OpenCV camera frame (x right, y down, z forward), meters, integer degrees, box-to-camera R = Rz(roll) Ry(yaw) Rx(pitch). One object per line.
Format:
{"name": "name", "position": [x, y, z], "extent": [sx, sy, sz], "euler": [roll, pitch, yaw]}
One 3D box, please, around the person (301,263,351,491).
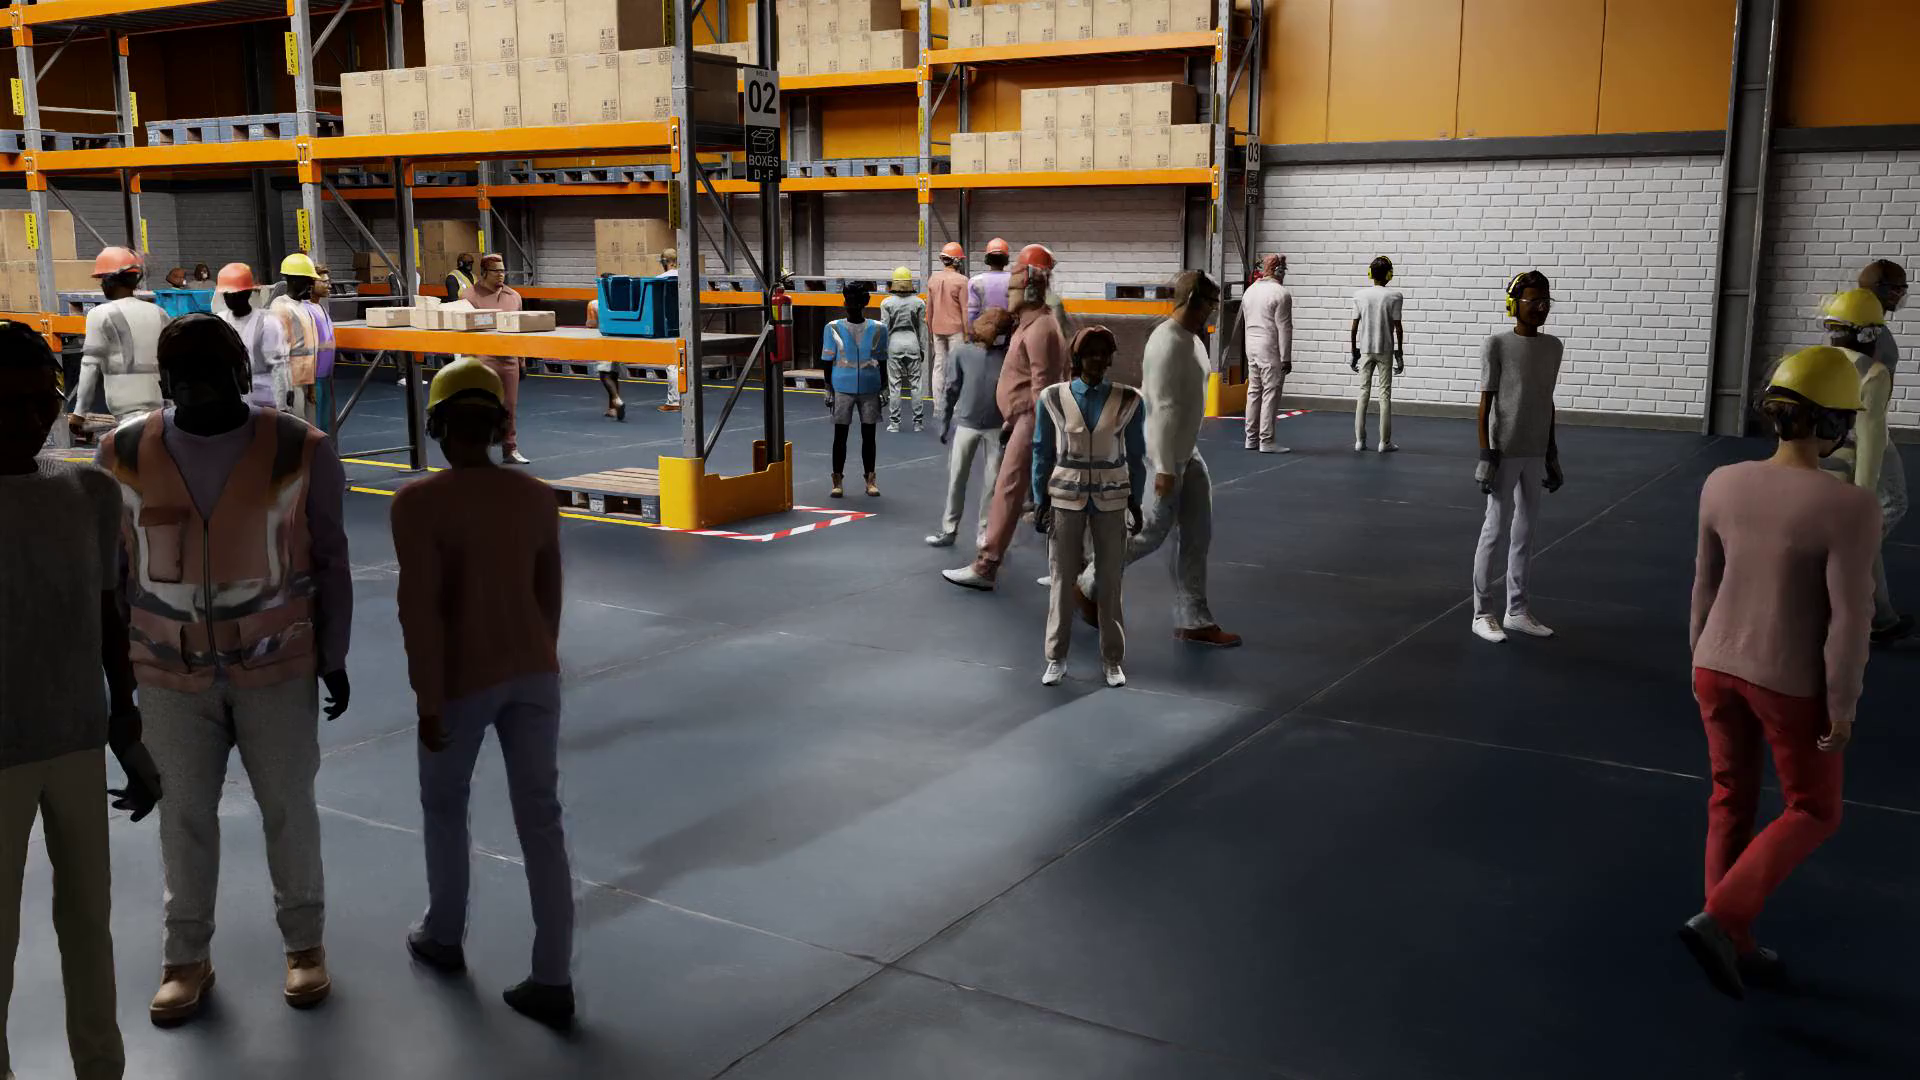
{"name": "person", "position": [-5.129, -1.262, 13.197], "extent": [0.396, 1.841, 0.565], "euler": [-1, 10, -3]}

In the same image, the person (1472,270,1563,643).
{"name": "person", "position": [2.842, -0.420, 8.433], "extent": [0.513, 1.872, 0.328], "euler": [-4, 11, -23]}

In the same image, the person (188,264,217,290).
{"name": "person", "position": [-12.598, -3.802, 27.865], "extent": [0.563, 1.614, 0.510], "euler": [6, 12, 29]}

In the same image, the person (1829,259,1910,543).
{"name": "person", "position": [4.909, -0.550, 9.030], "extent": [0.542, 1.921, 0.640], "euler": [3, 11, 14]}

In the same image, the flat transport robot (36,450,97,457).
{"name": "flat transport robot", "position": [-7.521, -0.638, 14.070], "extent": [1.431, 0.197, 0.652], "euler": [-1, 10, -4]}

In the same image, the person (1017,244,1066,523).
{"name": "person", "position": [0.559, -1.122, 11.981], "extent": [0.402, 1.990, 0.622], "euler": [-3, 11, -14]}

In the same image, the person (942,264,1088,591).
{"name": "person", "position": [0.333, -0.640, 9.622], "extent": [0.941, 1.872, 0.639], "euler": [1, 10, 6]}

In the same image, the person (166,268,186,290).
{"name": "person", "position": [-10.957, -2.998, 23.374], "extent": [0.289, 1.632, 0.497], "euler": [-3, 11, -15]}

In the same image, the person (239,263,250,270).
{"name": "person", "position": [-8.117, -2.264, 18.941], "extent": [0.323, 1.765, 0.532], "euler": [10, 14, 43]}

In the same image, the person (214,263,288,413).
{"name": "person", "position": [-5.010, -1.050, 11.941], "extent": [0.558, 1.879, 0.993], "euler": [2, 10, 12]}

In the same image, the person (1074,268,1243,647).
{"name": "person", "position": [0.977, -0.412, 8.368], "extent": [0.894, 1.893, 0.648], "euler": [4, 11, 22]}

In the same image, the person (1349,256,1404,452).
{"name": "person", "position": [4.005, -1.779, 15.961], "extent": [0.531, 1.870, 0.317], "euler": [6, 12, 30]}

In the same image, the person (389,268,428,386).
{"name": "person", "position": [-7.727, -3.113, 23.223], "extent": [0.371, 1.916, 0.597], "euler": [3, 11, 17]}

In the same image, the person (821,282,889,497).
{"name": "person", "position": [-0.820, -1.180, 13.112], "extent": [0.540, 1.698, 0.317], "euler": [-2, 10, -11]}

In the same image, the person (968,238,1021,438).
{"name": "person", "position": [0.381, -2.056, 17.021], "extent": [0.614, 2.038, 0.396], "euler": [0, 10, -3]}

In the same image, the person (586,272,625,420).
{"name": "person", "position": [-3.922, -2.176, 18.743], "extent": [0.535, 1.676, 0.775], "euler": [-6, 12, -32]}

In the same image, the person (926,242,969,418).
{"name": "person", "position": [-0.104, -2.387, 18.986], "extent": [0.612, 1.994, 0.395], "euler": [8, 13, 38]}

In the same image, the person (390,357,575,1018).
{"name": "person", "position": [-1.271, 0.377, 4.453], "extent": [0.535, 1.697, 0.840], "euler": [-10, 14, -44]}

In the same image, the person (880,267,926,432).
{"name": "person", "position": [-0.604, -2.012, 17.608], "extent": [0.490, 1.741, 0.323], "euler": [-2, 10, -12]}

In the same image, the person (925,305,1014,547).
{"name": "person", "position": [0.108, -0.717, 10.800], "extent": [0.625, 1.604, 0.404], "euler": [0, 10, -2]}

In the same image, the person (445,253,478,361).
{"name": "person", "position": [-7.177, -3.250, 24.209], "extent": [0.429, 1.838, 0.621], "euler": [3, 11, 18]}

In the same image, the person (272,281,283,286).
{"name": "person", "position": [-8.020, -2.505, 20.119], "extent": [0.588, 1.823, 0.403], "euler": [-10, 14, -43]}

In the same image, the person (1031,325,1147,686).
{"name": "person", "position": [0.584, -0.151, 7.563], "extent": [0.523, 1.645, 0.306], "euler": [1, 10, 3]}

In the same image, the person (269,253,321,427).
{"name": "person", "position": [-5.111, -1.249, 12.891], "extent": [0.393, 1.919, 0.587], "euler": [0, 10, 0]}

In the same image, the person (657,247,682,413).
{"name": "person", "position": [-3.348, -2.453, 19.524], "extent": [0.370, 1.934, 0.627], "euler": [8, 13, 39]}

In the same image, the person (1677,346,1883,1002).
{"name": "person", "position": [2.107, 0.370, 4.390], "extent": [0.512, 1.755, 0.534], "euler": [-5, 12, -28]}

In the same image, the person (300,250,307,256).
{"name": "person", "position": [-9.930, -3.479, 25.392], "extent": [0.394, 1.872, 0.680], "euler": [8, 13, 36]}

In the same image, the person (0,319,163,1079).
{"name": "person", "position": [-1.970, 0.466, 3.542], "extent": [0.325, 1.864, 0.513], "euler": [7, 12, 33]}

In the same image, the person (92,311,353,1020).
{"name": "person", "position": [-1.913, 0.331, 4.351], "extent": [0.625, 1.843, 0.430], "euler": [-3, 11, -14]}

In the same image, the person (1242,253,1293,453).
{"name": "person", "position": [2.961, -1.777, 15.886], "extent": [0.398, 1.897, 0.646], "euler": [-5, 11, -25]}

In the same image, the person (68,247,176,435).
{"name": "person", "position": [-5.350, -0.881, 10.721], "extent": [1.081, 1.980, 0.639], "euler": [3, 11, 15]}

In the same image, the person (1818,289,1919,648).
{"name": "person", "position": [4.332, -0.327, 8.147], "extent": [0.914, 1.781, 0.617], "euler": [-4, 11, -19]}

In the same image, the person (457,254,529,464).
{"name": "person", "position": [-4.149, -1.592, 14.870], "extent": [0.395, 1.899, 0.640], "euler": [9, 14, 42]}
